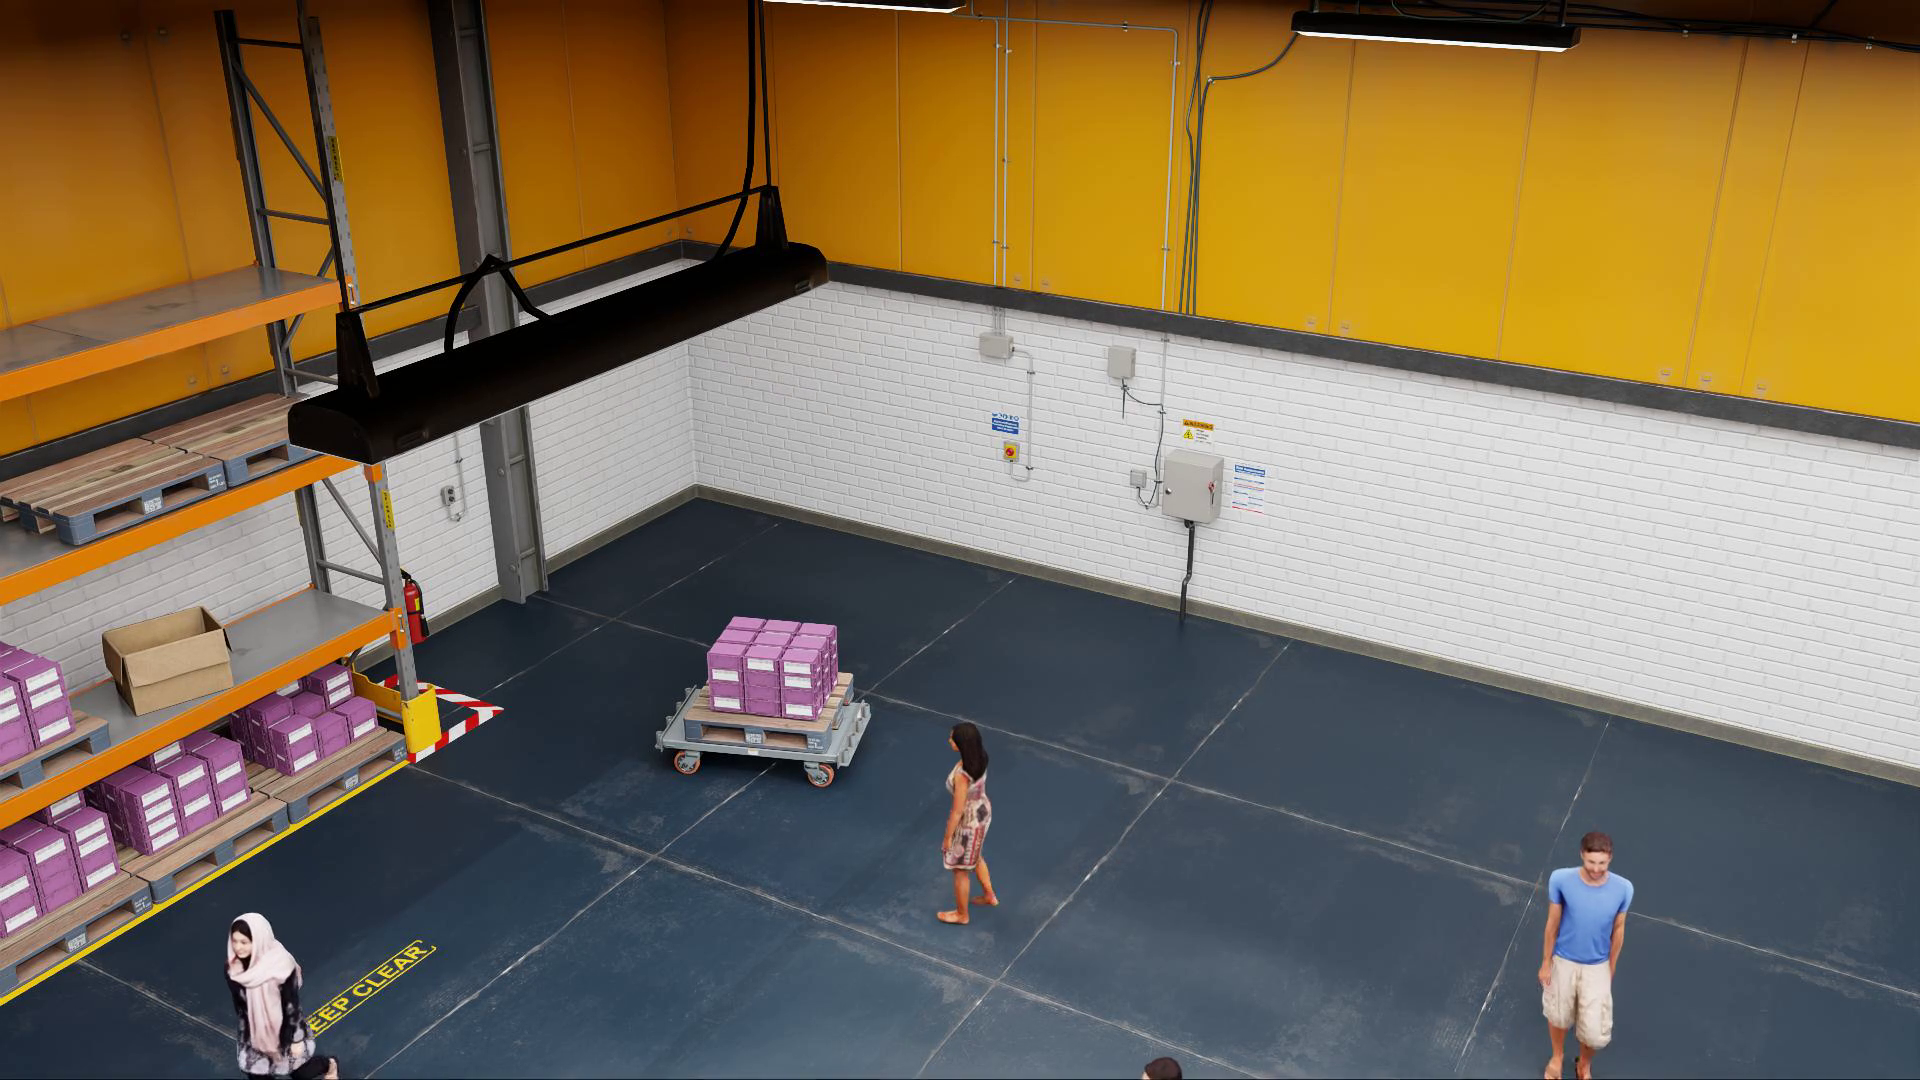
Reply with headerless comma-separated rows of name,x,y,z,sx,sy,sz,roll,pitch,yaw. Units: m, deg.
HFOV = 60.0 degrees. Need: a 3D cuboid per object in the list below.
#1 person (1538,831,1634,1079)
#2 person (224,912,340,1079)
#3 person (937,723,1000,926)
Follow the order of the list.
person,3.799,2.527,10.229,0.695,1.847,0.705,8,25,18
person,-3.987,2.845,9.792,0.855,1.615,1.110,4,24,9
person,0.114,1.998,11.699,0.799,1.638,0.639,9,25,19
